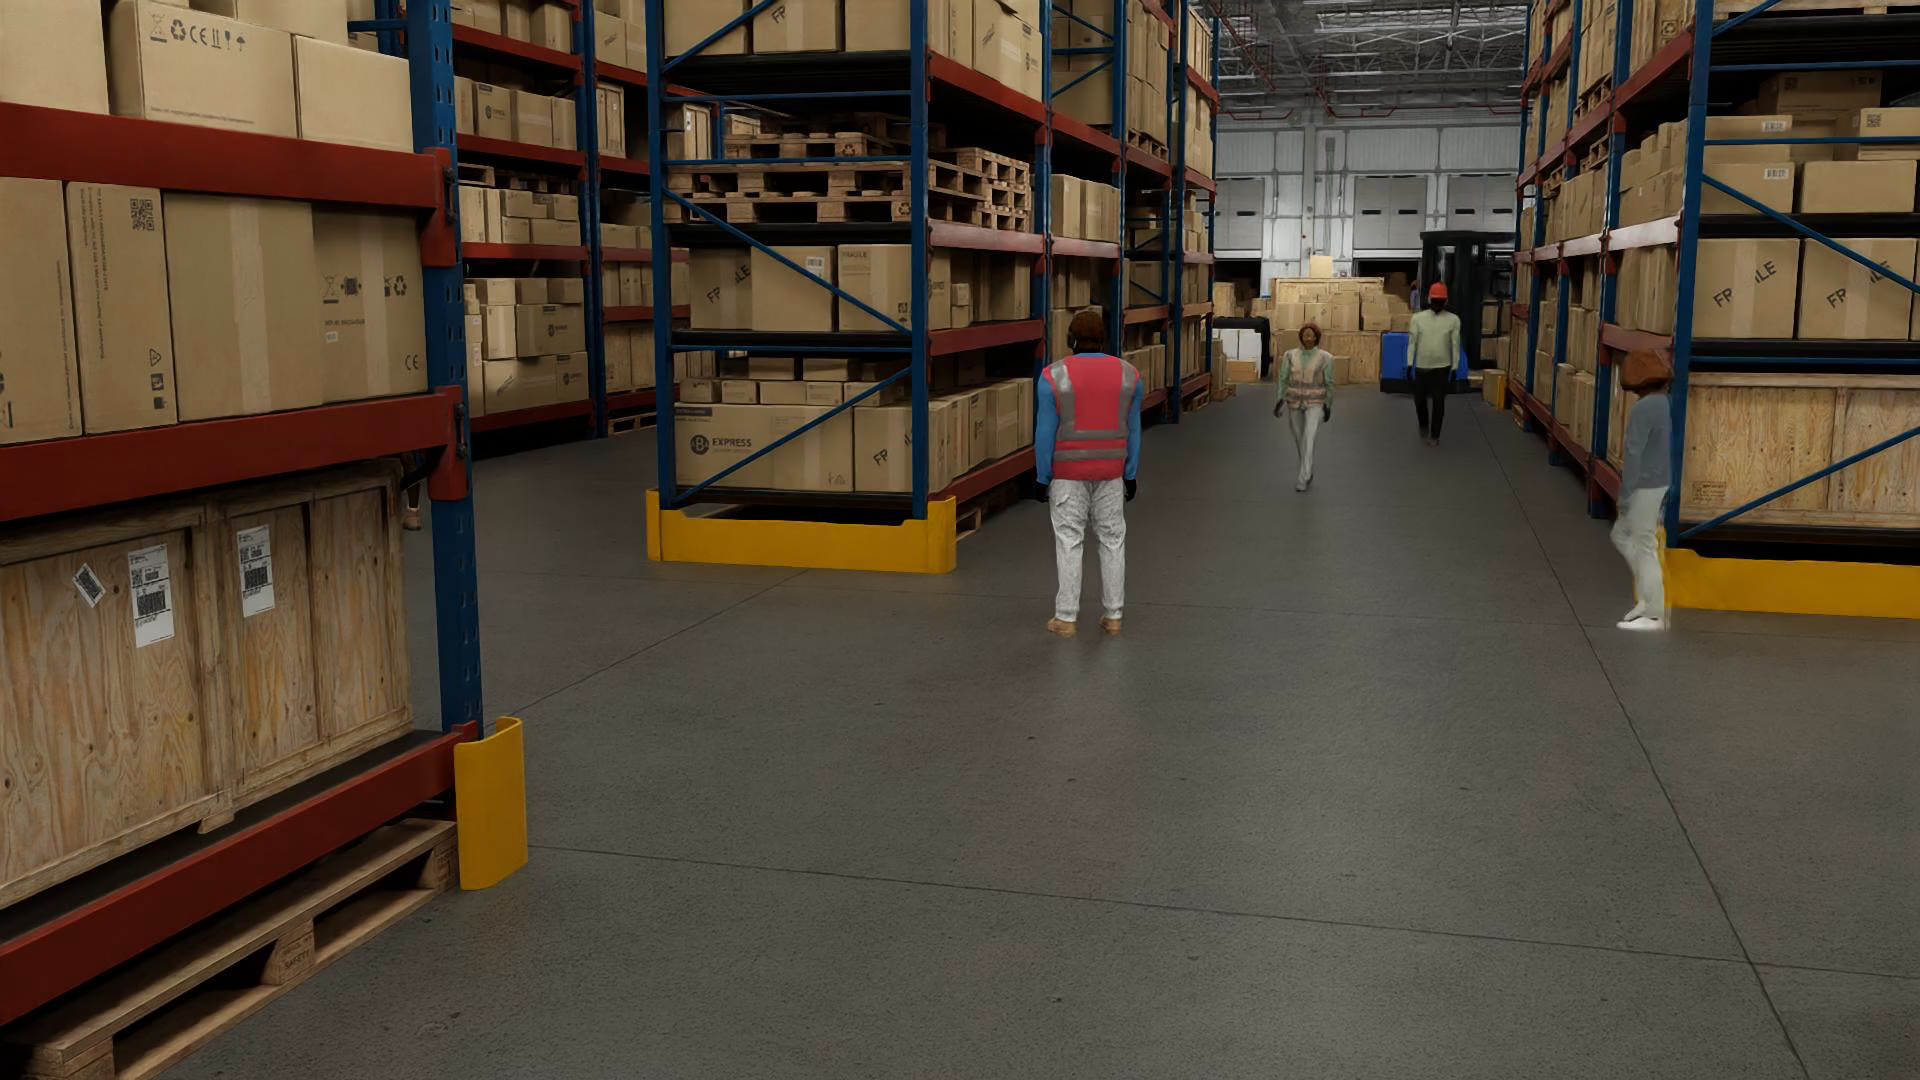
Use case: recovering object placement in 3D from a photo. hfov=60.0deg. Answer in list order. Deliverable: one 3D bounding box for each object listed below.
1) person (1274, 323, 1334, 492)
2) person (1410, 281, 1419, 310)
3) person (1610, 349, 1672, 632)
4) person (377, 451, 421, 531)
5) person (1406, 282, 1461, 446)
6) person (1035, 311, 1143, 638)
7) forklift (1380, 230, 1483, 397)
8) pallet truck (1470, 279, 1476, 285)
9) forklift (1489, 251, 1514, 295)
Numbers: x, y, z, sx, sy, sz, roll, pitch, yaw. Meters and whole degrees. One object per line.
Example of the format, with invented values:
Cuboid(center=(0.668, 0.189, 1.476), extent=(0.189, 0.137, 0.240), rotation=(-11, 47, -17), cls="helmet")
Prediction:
Cuboid(center=(3.338, -1.295, 16.036), extent=(0.515, 1.602, 0.834), rotation=(5, 10, 28), cls="person")
Cuboid(center=(17.265, -8.852, 63.054), extent=(0.622, 1.921, 0.550), rotation=(6, 11, 35), cls="person")
Cuboid(center=(3.922, -0.281, 9.541), extent=(0.402, 1.607, 0.609), rotation=(6, 11, 35), cls="person")
Cuboid(center=(-4.536, -1.062, 13.160), extent=(0.371, 2.047, 0.608), rotation=(7, 11, 37), cls="person")
Cuboid(center=(5.753, -2.137, 20.204), extent=(0.629, 1.978, 0.618), rotation=(3, 9, 19), cls="person")
Cuboid(center=(0.713, -0.369, 9.407), extent=(0.633, 1.841, 0.429), rotation=(-2, 9, -15), cls="person")
Cuboid(center=(8.263, -3.887, 28.469), extent=(1.873, 2.768, 1.129), rotation=(-5, 10, -30), cls="forklift")
Cuboid(center=(18.896, -8.459, 60.307), extent=(1.885, 1.965, 0.823), rotation=(5, 10, 31), cls="pallet truck")
Cuboid(center=(16.070, -7.134, 49.097), extent=(1.129, 2.768, 1.873), rotation=(-1, 9, -4), cls="forklift")
